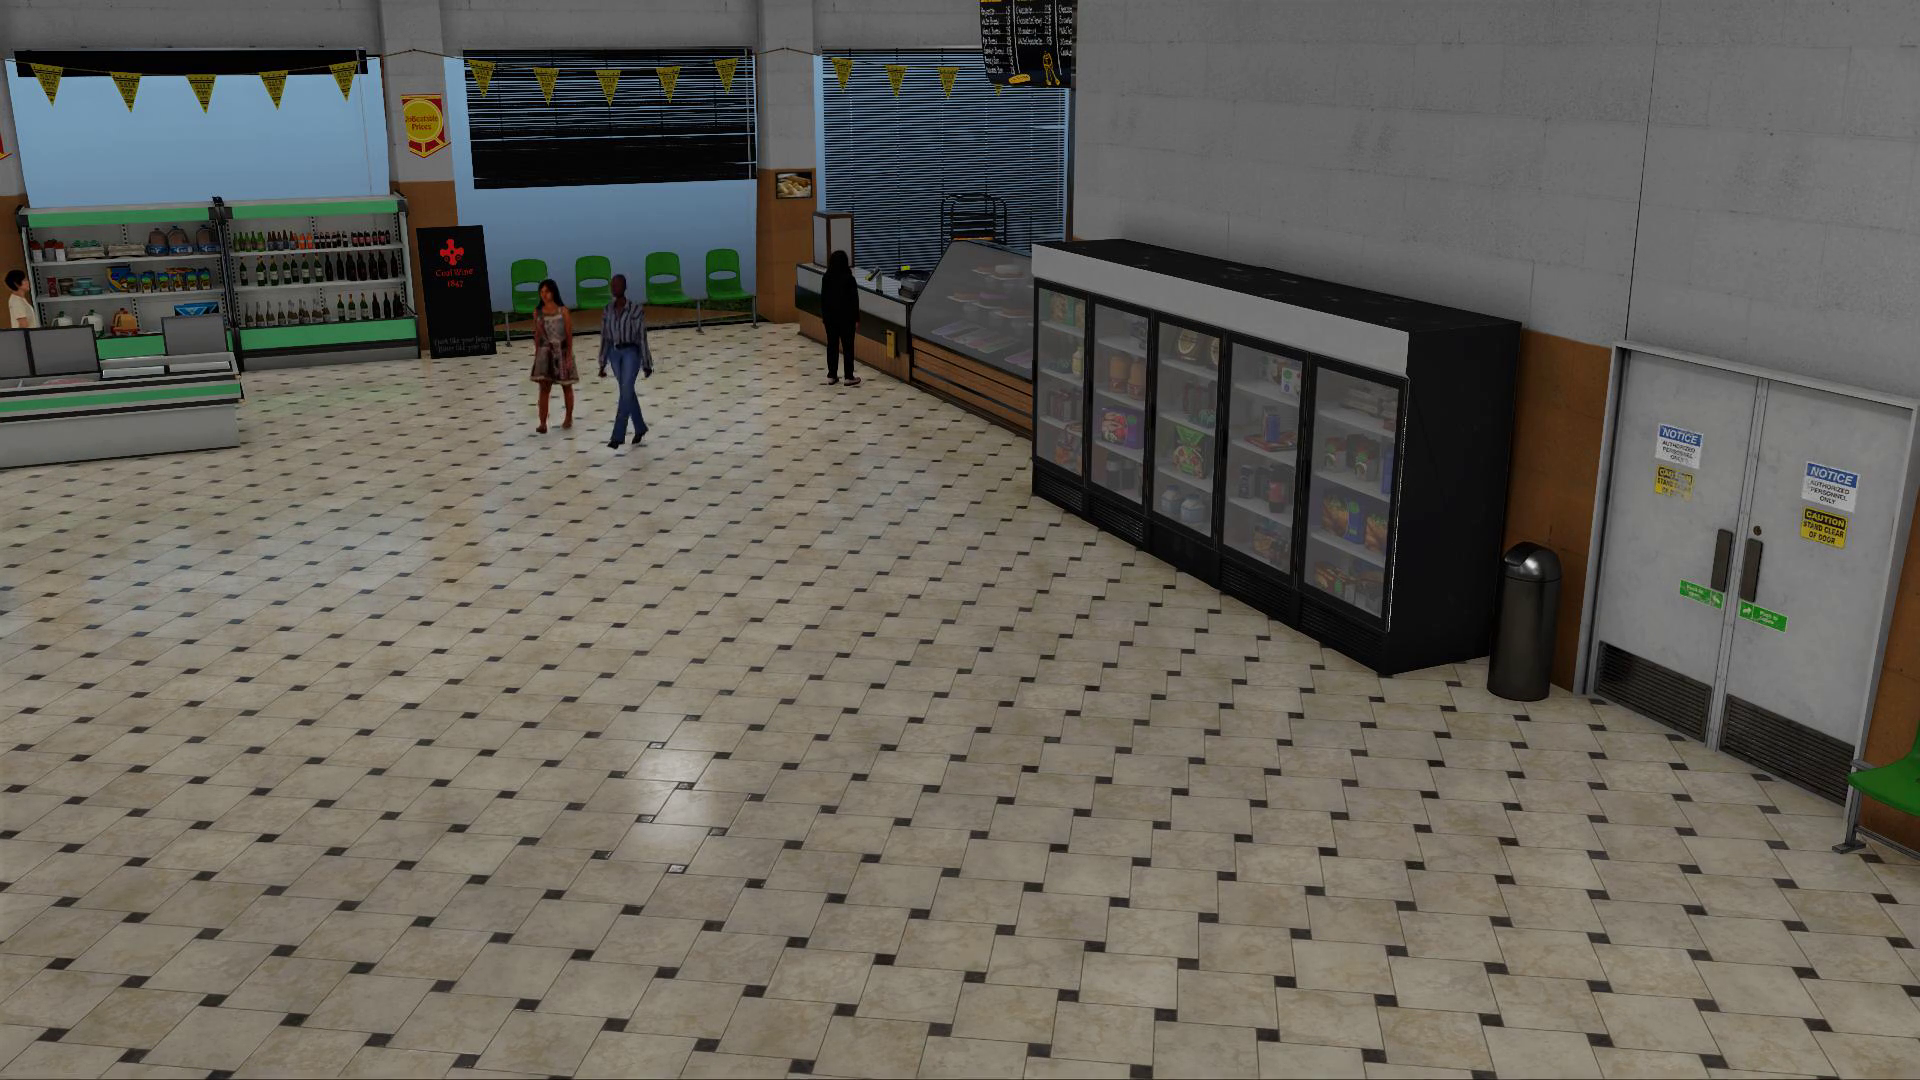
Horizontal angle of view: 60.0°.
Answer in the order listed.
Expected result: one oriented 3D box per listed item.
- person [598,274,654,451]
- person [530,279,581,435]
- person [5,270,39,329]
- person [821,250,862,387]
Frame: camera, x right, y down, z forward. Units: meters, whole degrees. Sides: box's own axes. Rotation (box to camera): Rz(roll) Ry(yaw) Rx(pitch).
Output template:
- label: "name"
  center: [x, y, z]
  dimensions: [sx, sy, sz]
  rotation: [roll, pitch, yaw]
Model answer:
- label: "person"
  center: [-3.360, -1.808, 16.945]
  dimensions: [1.092, 1.759, 1.169]
  rotation: [7, 18, 21]
- label: "person"
  center: [-4.263, -1.959, 17.701]
  dimensions: [1.072, 1.608, 0.981]
  rotation: [0, 17, 0]
- label: "person"
  center: [-10.447, -2.223, 18.607]
  dimensions: [0.497, 1.587, 0.609]
  rotation: [-10, 20, -30]
- label: "person"
  center: [-1.449, -2.681, 20.069]
  dimensions: [0.772, 1.615, 0.825]
  rotation: [7, 18, 22]
